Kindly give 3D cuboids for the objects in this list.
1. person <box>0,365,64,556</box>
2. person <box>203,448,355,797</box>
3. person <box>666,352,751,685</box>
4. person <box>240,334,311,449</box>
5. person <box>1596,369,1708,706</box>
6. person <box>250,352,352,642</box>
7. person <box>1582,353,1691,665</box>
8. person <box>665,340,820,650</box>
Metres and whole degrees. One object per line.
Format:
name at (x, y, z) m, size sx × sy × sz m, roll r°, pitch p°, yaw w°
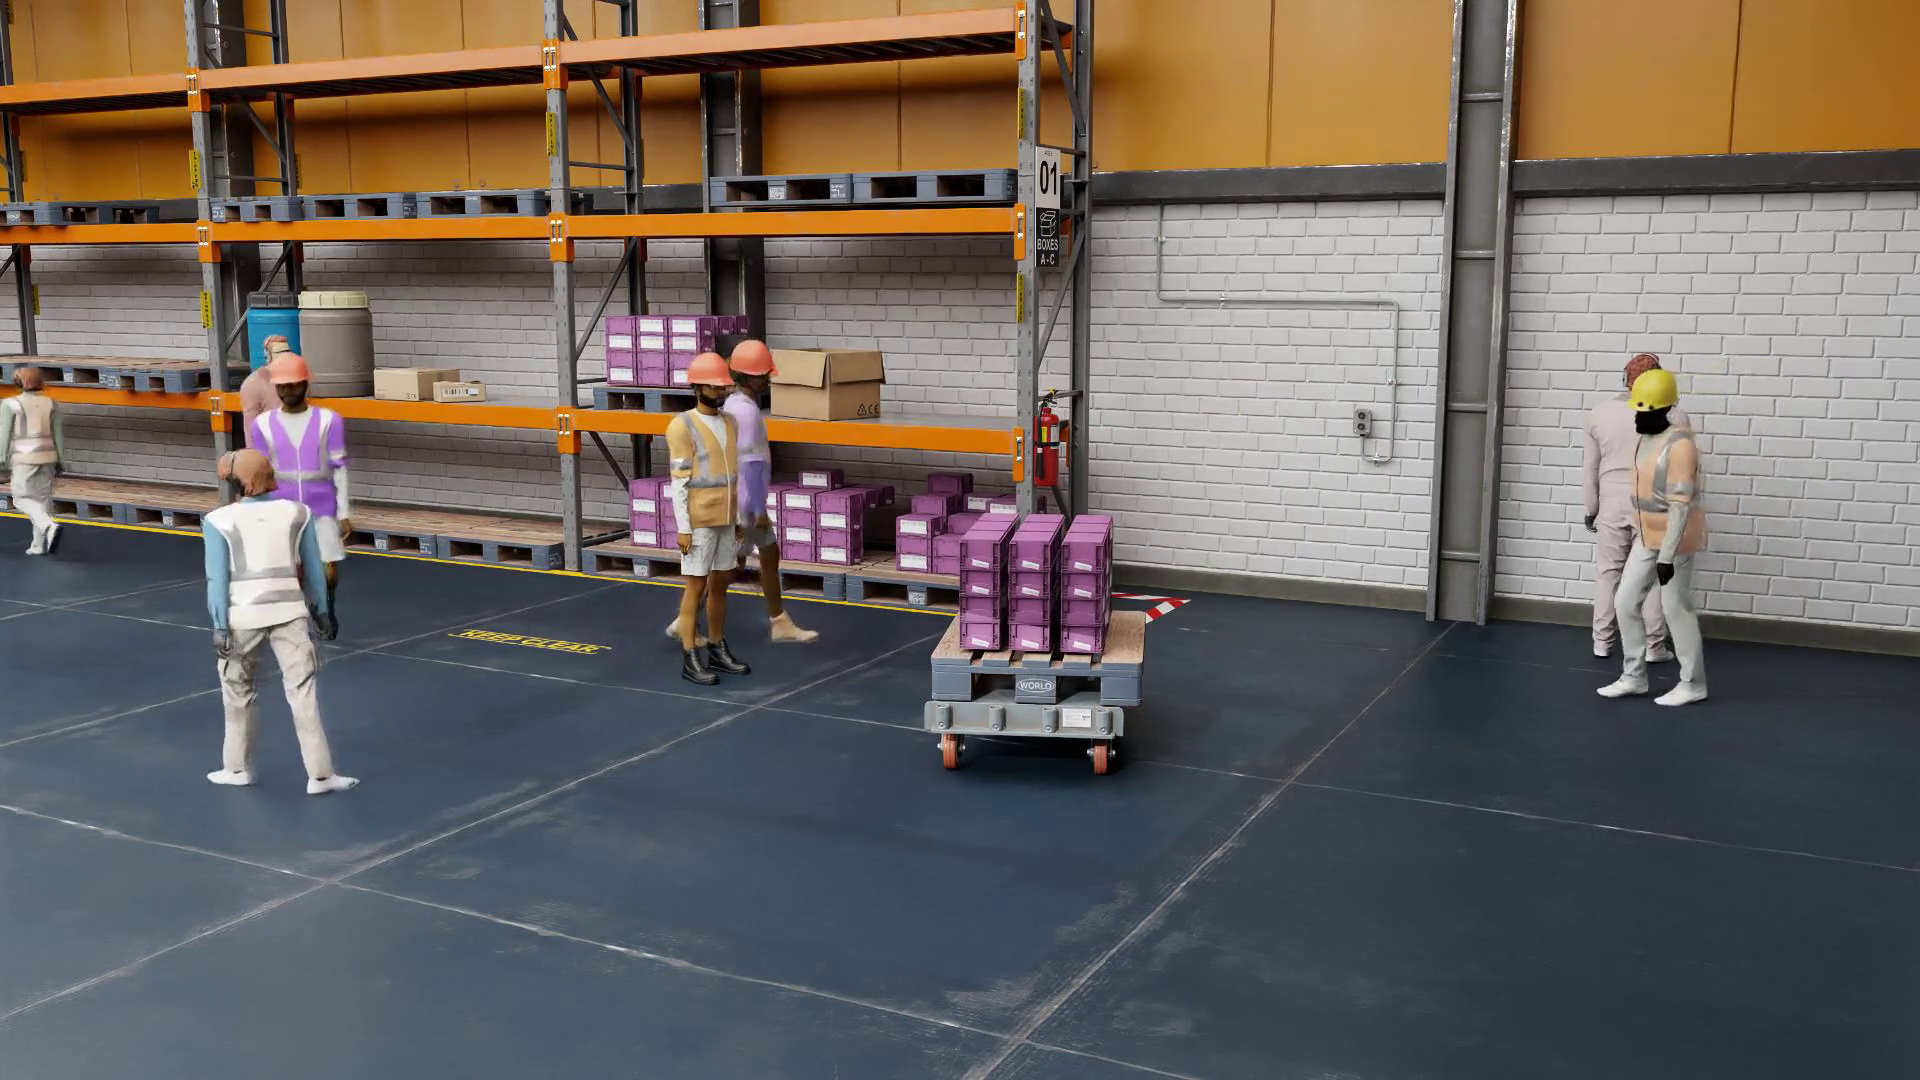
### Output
person at (-7.693, -0.644, 13.896) m, size 0.606 × 1.618 × 0.552 m, roll 5°, pitch 10°, yaw 29°
person at (-3.169, 0.380, 7.687) m, size 0.565 × 1.597 × 0.594 m, roll -7°, pitch 11°, yaw -37°
person at (-1.453, -0.129, 9.762) m, size 0.358 × 1.936 × 0.552 m, roll 6°, pitch 11°, yaw 32°
person at (-5.455, -0.706, 13.443) m, size 0.441 × 1.898 × 0.666 m, roll 5°, pitch 11°, yaw 29°
person at (3.853, 0.005, 9.106) m, size 0.712 × 1.878 × 0.601 m, roll -1°, pitch 9°, yaw -8°
person at (-4.032, -0.199, 10.222) m, size 0.547 × 1.926 × 0.606 m, roll -3°, pitch 10°, yaw -18°
person at (4.167, -0.192, 10.242) m, size 0.639 × 1.911 × 0.406 m, roll 7°, pitch 11°, yaw 35°
person at (-1.411, -0.273, 10.513) m, size 0.962 × 1.998 × 0.633 m, roll -2°, pitch 9°, yaw -11°
